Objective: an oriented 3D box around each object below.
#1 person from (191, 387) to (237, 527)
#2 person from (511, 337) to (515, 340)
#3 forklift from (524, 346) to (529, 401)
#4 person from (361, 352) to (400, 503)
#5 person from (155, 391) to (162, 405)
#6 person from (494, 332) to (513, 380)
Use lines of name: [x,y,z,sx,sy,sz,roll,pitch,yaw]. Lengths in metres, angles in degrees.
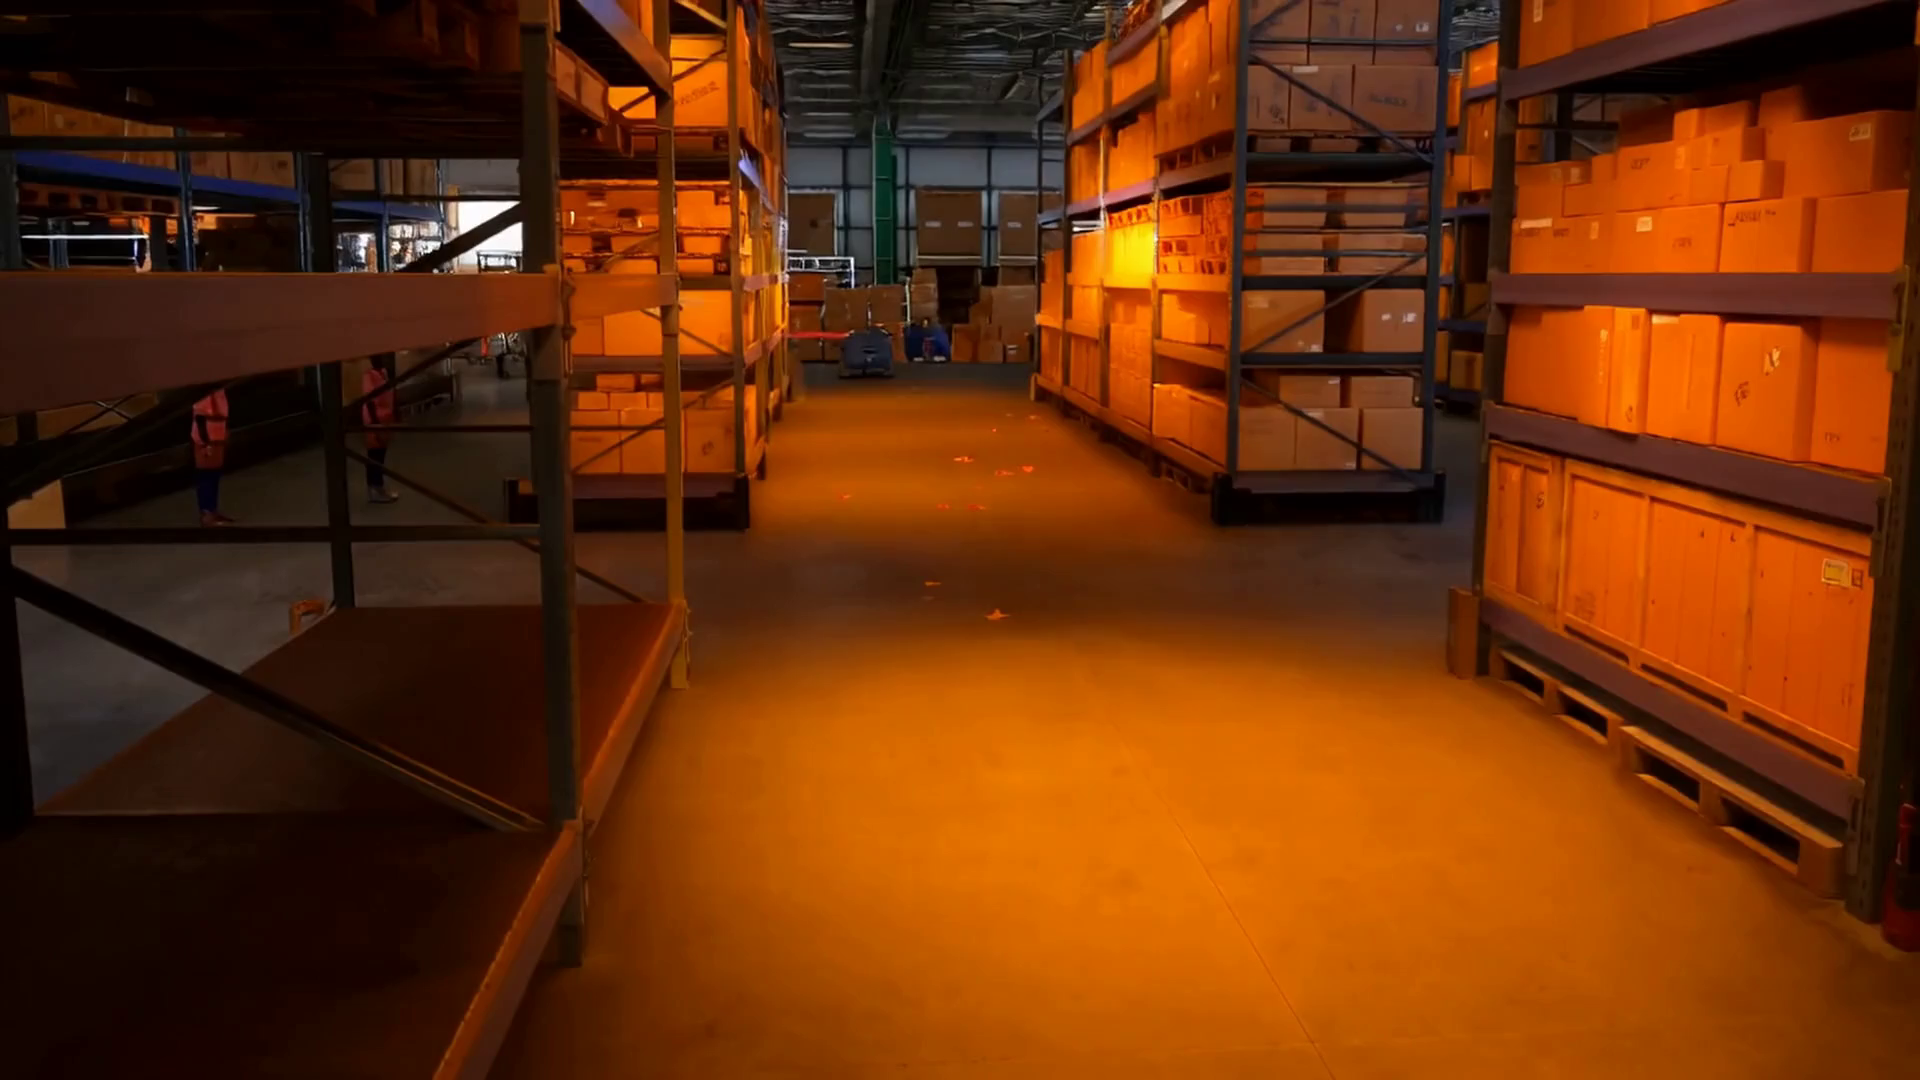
person: [-7.119,-0.955,15.828,0.322,1.698,0.533,0,9,-2]
person: [-16.814,-8.416,62.137,0.334,1.873,0.521,0,9,-2]
forklift: [-7.719,-4.117,31.980,1.129,2.768,1.873,-1,9,-4]
person: [-6.155,-1.241,17.622,0.322,1.698,0.533,0,9,-2]
person: [-13.910,-3.169,29.053,0.398,1.915,0.588,0,9,-2]
person: [-10.499,-4.652,38.214,0.373,1.962,0.605,0,9,-2]
